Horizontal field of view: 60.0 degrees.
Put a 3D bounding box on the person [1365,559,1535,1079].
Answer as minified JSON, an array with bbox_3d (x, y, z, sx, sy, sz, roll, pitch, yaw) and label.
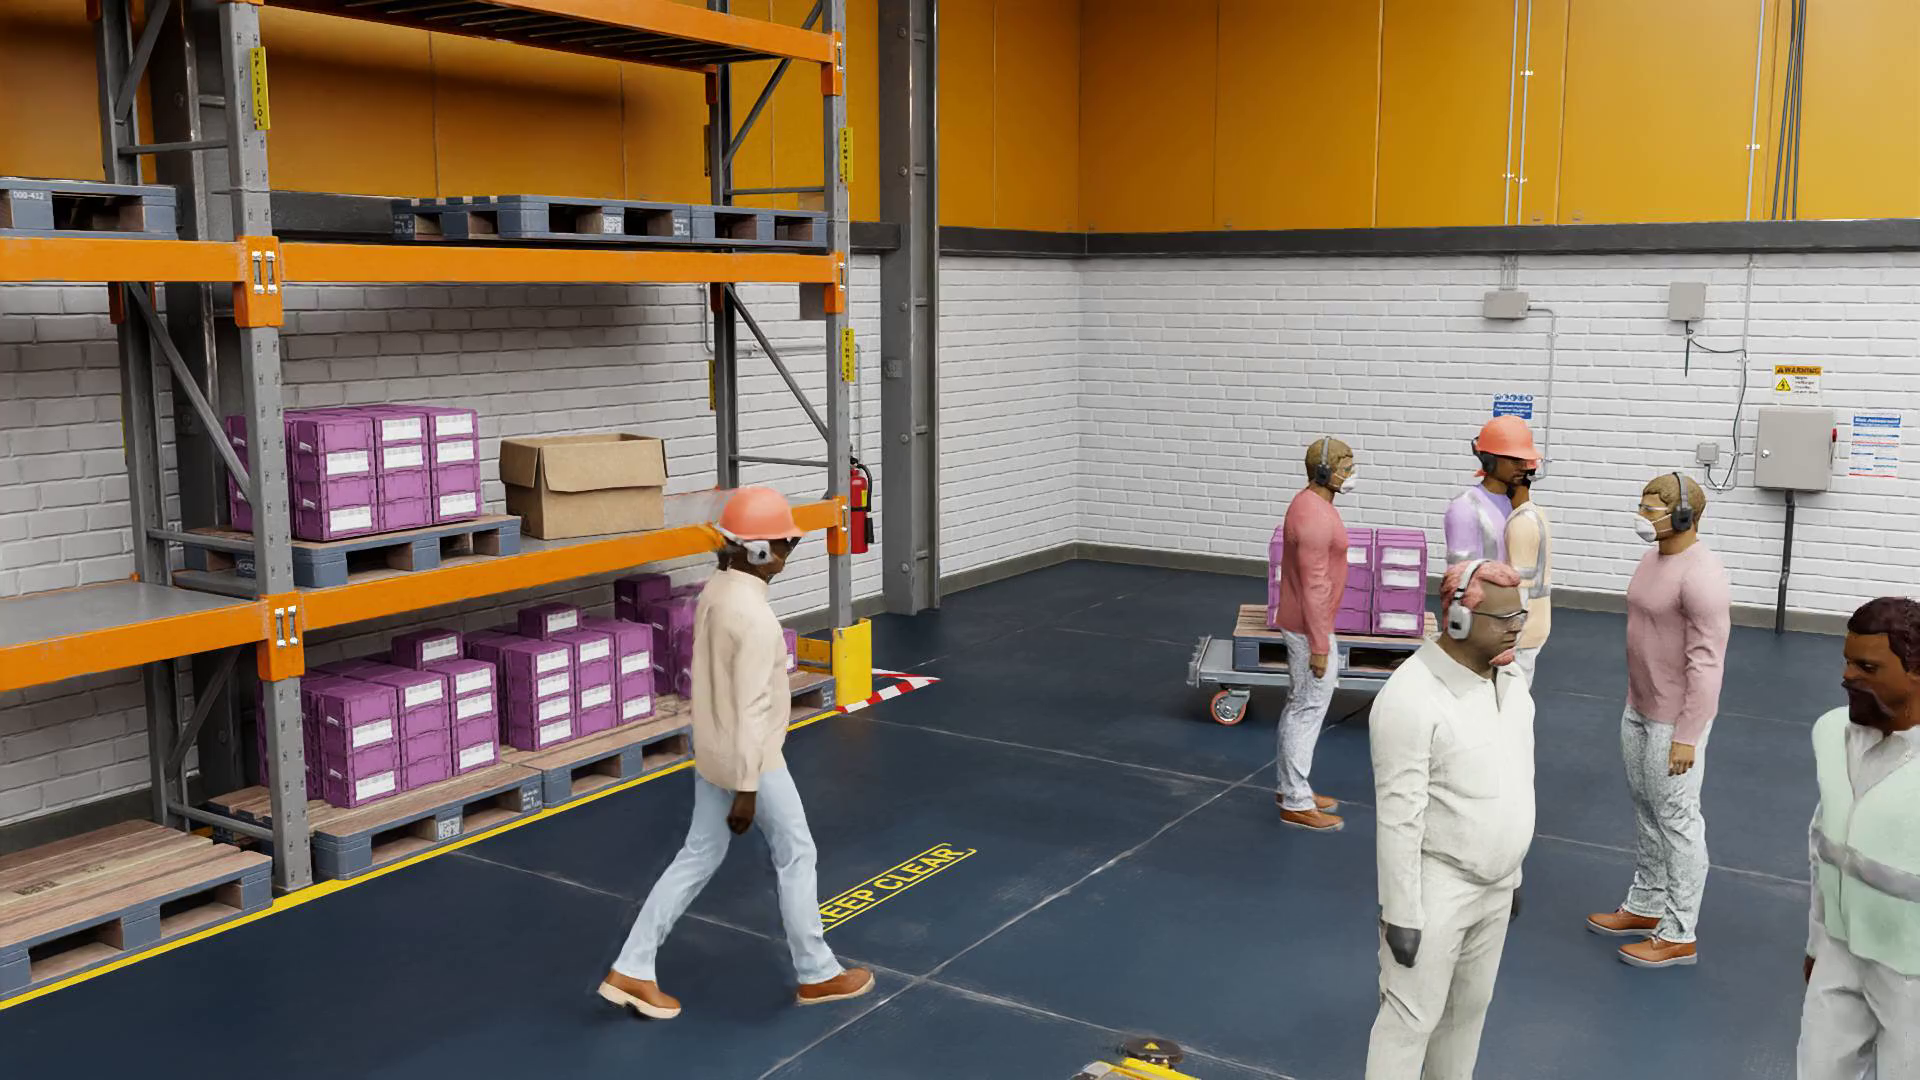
[{"bbox_3d":[1.436,0.989,4.774,0.641,1.899,0.394,-8,12,-41],"label":"person"}]

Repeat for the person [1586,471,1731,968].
[{"bbox_3d":[2.763,0.695,6.530,0.370,1.939,0.631,0,9,1],"label":"person"}]

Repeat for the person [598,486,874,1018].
[{"bbox_3d":[-0.842,0.775,5.993,0.987,1.957,0.612,-5,10,-29],"label":"person"}]

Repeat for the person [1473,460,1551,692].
[{"bbox_3d":[2.688,0.453,8.162,0.392,1.925,0.548,3,9,20],"label":"person"}]

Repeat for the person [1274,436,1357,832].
[{"bbox_3d":[1.731,0.450,8.160,0.365,1.932,0.636,1,9,10],"label":"person"}]

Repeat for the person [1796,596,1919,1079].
[{"bbox_3d":[2.483,1.068,4.281,0.742,1.896,0.600,-2,9,-12],"label":"person"}]

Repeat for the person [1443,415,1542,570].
[{"bbox_3d":[2.601,0.404,8.134,0.603,2.035,0.412,-7,11,-40],"label":"person"}]

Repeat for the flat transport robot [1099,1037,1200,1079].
[{"bbox_3d":[0.421,1.809,4.688,0.652,0.197,1.431,7,11,36],"label":"flat transport robot"}]
